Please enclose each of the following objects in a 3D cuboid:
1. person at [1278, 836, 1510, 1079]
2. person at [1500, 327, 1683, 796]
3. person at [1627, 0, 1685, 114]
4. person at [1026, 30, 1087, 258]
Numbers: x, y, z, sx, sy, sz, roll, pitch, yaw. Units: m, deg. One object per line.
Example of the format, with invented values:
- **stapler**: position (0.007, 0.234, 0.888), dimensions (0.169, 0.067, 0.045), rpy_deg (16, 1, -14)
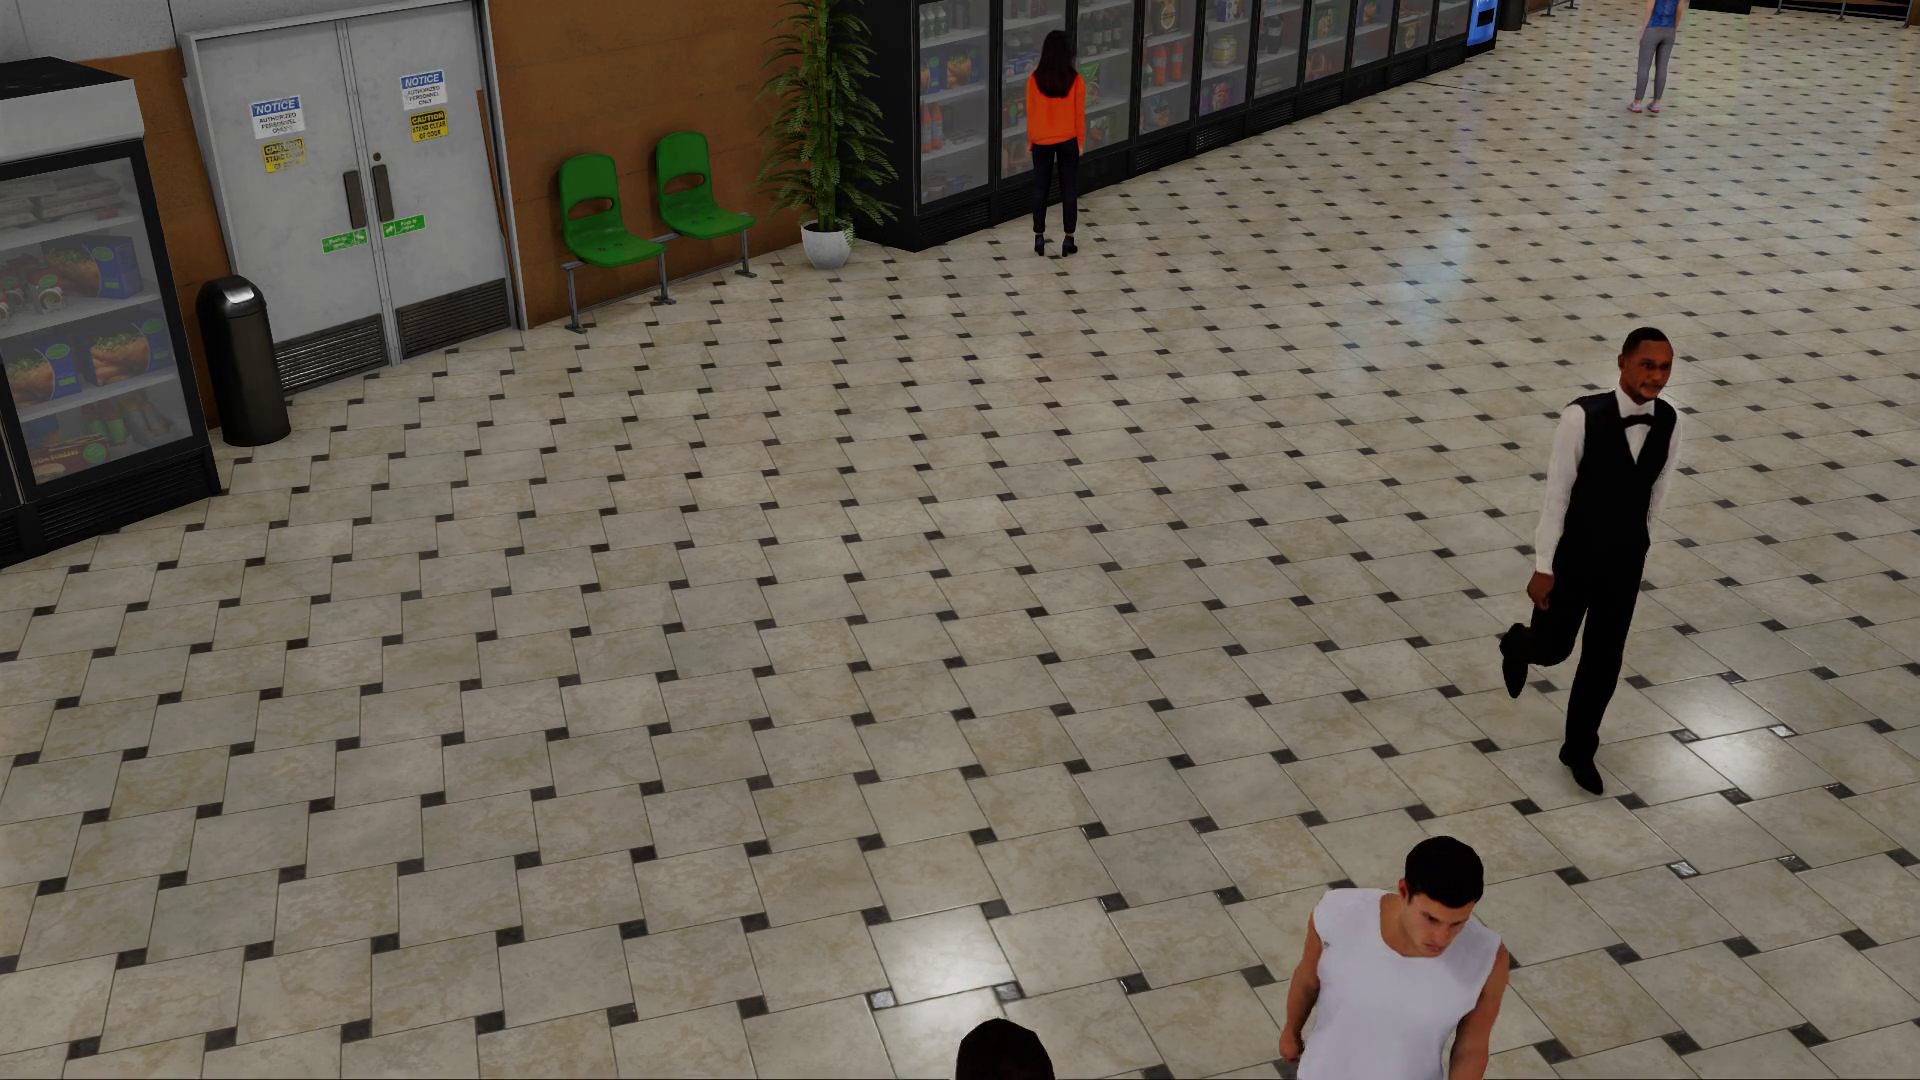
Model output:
- **person**: position (1.074, 1.345, 4.306), dimensions (0.943, 1.722, 0.928), rpy_deg (10, 29, 19)
- **person**: position (2.516, 0.026, 6.718), dimensions (1.138, 1.893, 1.183), rpy_deg (-2, 27, -3)
- **person**: position (7.437, -5.385, 17.704), dimensions (0.646, 1.608, 0.702), rpy_deg (-3, 27, -6)
- **person**: position (0.747, -3.100, 13.042), dimensions (0.648, 1.749, 0.766), rpy_deg (5, 27, 10)
